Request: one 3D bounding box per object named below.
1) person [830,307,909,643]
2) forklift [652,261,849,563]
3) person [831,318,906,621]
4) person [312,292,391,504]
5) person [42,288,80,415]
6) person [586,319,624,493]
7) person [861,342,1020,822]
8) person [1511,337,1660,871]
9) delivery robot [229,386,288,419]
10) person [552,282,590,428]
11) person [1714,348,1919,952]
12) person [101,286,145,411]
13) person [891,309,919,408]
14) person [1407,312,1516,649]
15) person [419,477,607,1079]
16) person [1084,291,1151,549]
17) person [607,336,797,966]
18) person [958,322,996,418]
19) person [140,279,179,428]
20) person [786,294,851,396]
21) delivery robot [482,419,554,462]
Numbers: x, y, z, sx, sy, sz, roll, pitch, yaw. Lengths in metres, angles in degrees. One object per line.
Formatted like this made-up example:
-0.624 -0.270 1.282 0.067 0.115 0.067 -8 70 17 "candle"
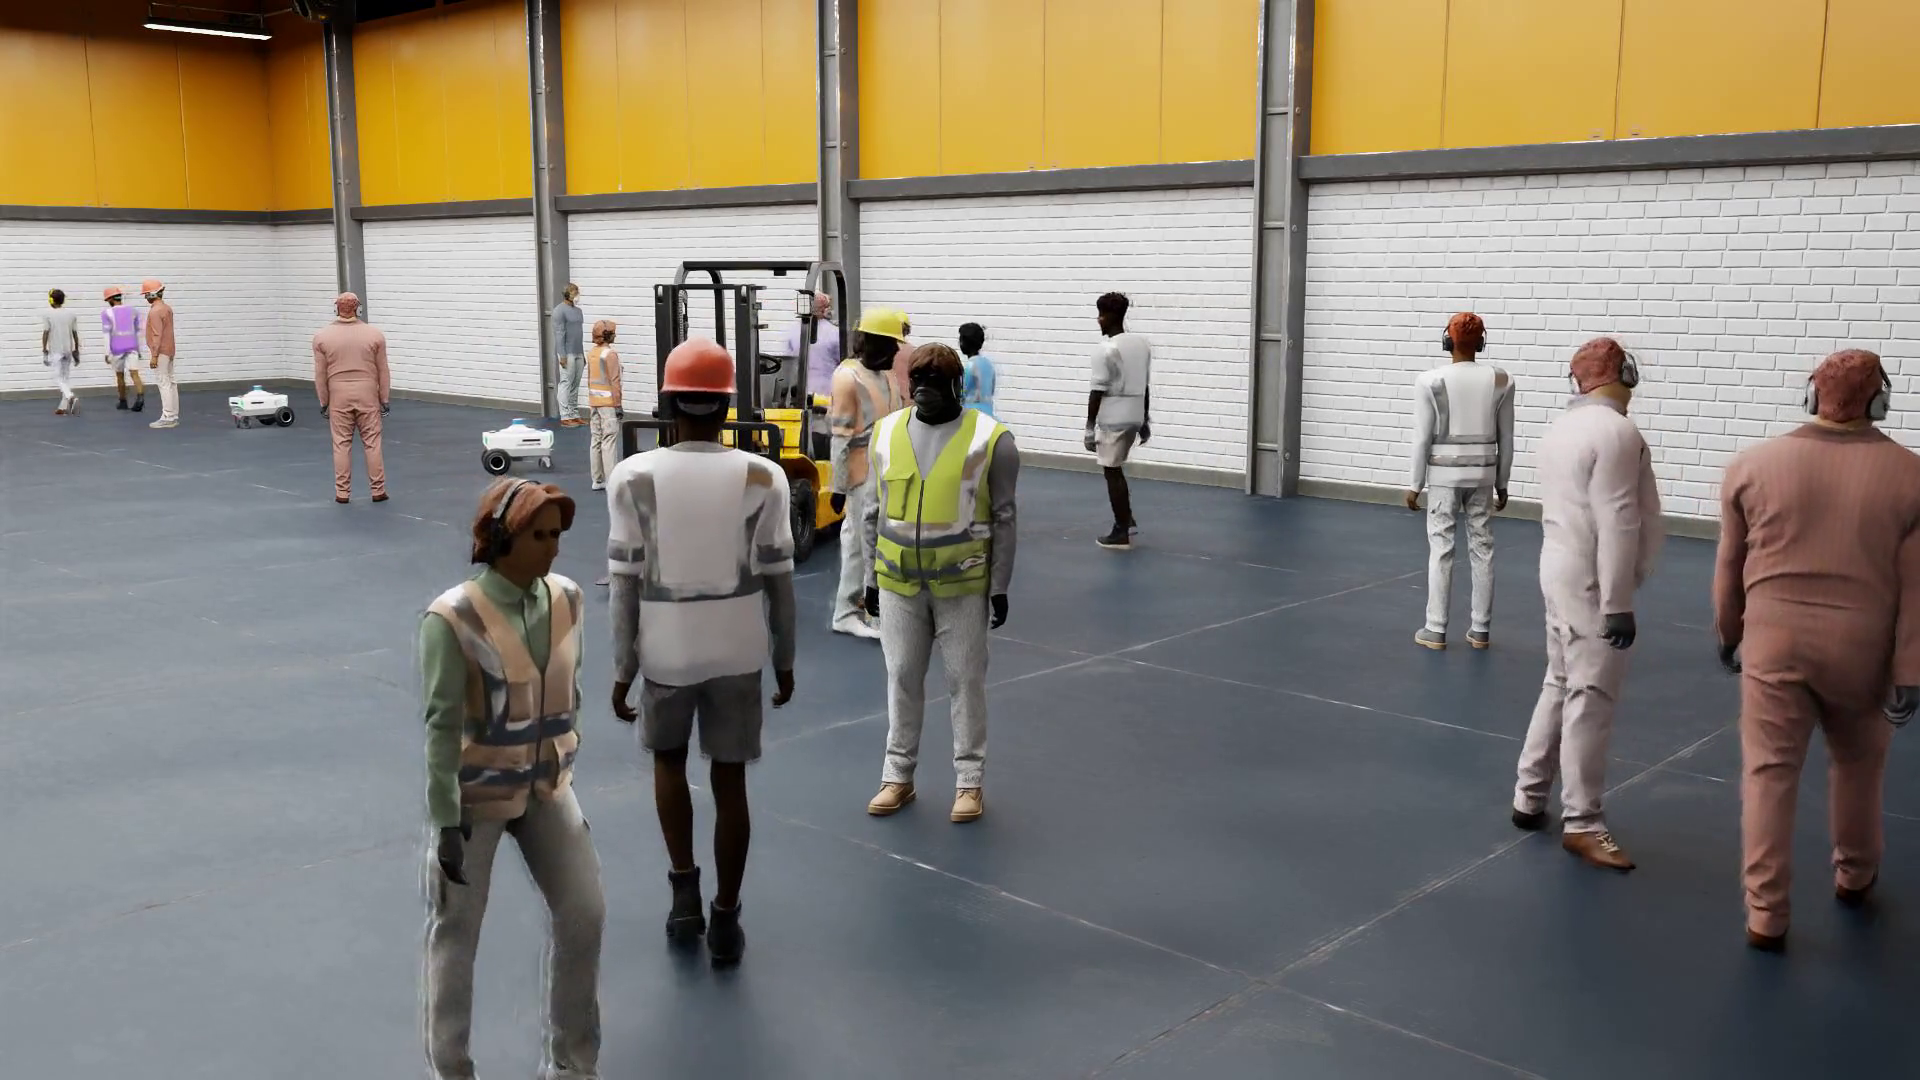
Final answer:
-0.422 -0.360 9.439 0.740 1.895 0.592 4 10 21 "person"
-1.552 -1.040 12.721 1.214 2.155 2.313 2 9 11 "forklift"
-0.532 -0.430 10.084 0.430 1.837 0.619 -5 10 -28 "person"
-5.492 -1.280 15.073 0.643 1.908 0.410 -3 10 -18 "person"
-12.938 -2.700 23.979 0.722 1.851 0.523 6 11 32 "person"
-3.362 -1.266 15.797 0.311 1.642 0.512 -8 12 -40 "person"
-0.095 0.165 6.413 0.622 1.845 0.429 3 10 16 "person"
2.311 0.213 6.044 0.399 1.875 0.728 1 9 4 "person"
-9.373 -1.820 22.227 0.477 0.478 0.707 7 11 36 "delivery robot"
-5.220 -2.483 22.349 0.372 1.940 0.632 2 10 14 "person"
2.771 0.327 5.350 0.647 1.871 0.924 6 11 31 "person"
-12.471 -2.850 24.815 0.563 1.878 0.937 -9 13 -44 "person"
-0.559 -1.244 15.358 0.541 1.761 0.519 0 9 2 "person"
2.786 -0.322 9.273 0.573 1.882 0.353 0 9 -1 "person"
-1.082 0.657 4.074 0.647 1.610 0.552 7 12 37 "person"
1.167 -0.904 12.628 0.477 1.945 0.646 9 13 42 "person"
-0.784 0.336 5.125 0.566 1.915 0.523 -1 9 -9 "person"
0.045 -0.947 13.729 0.495 1.681 0.540 4 10 23 "person"
-10.712 -2.495 22.276 0.388 1.987 0.608 -2 9 -10 "person"
-1.232 -1.380 15.759 0.650 1.888 0.730 6 11 31 "person"
-4.600 -1.021 17.327 0.707 0.478 0.477 -3 10 -18 "delivery robot"
